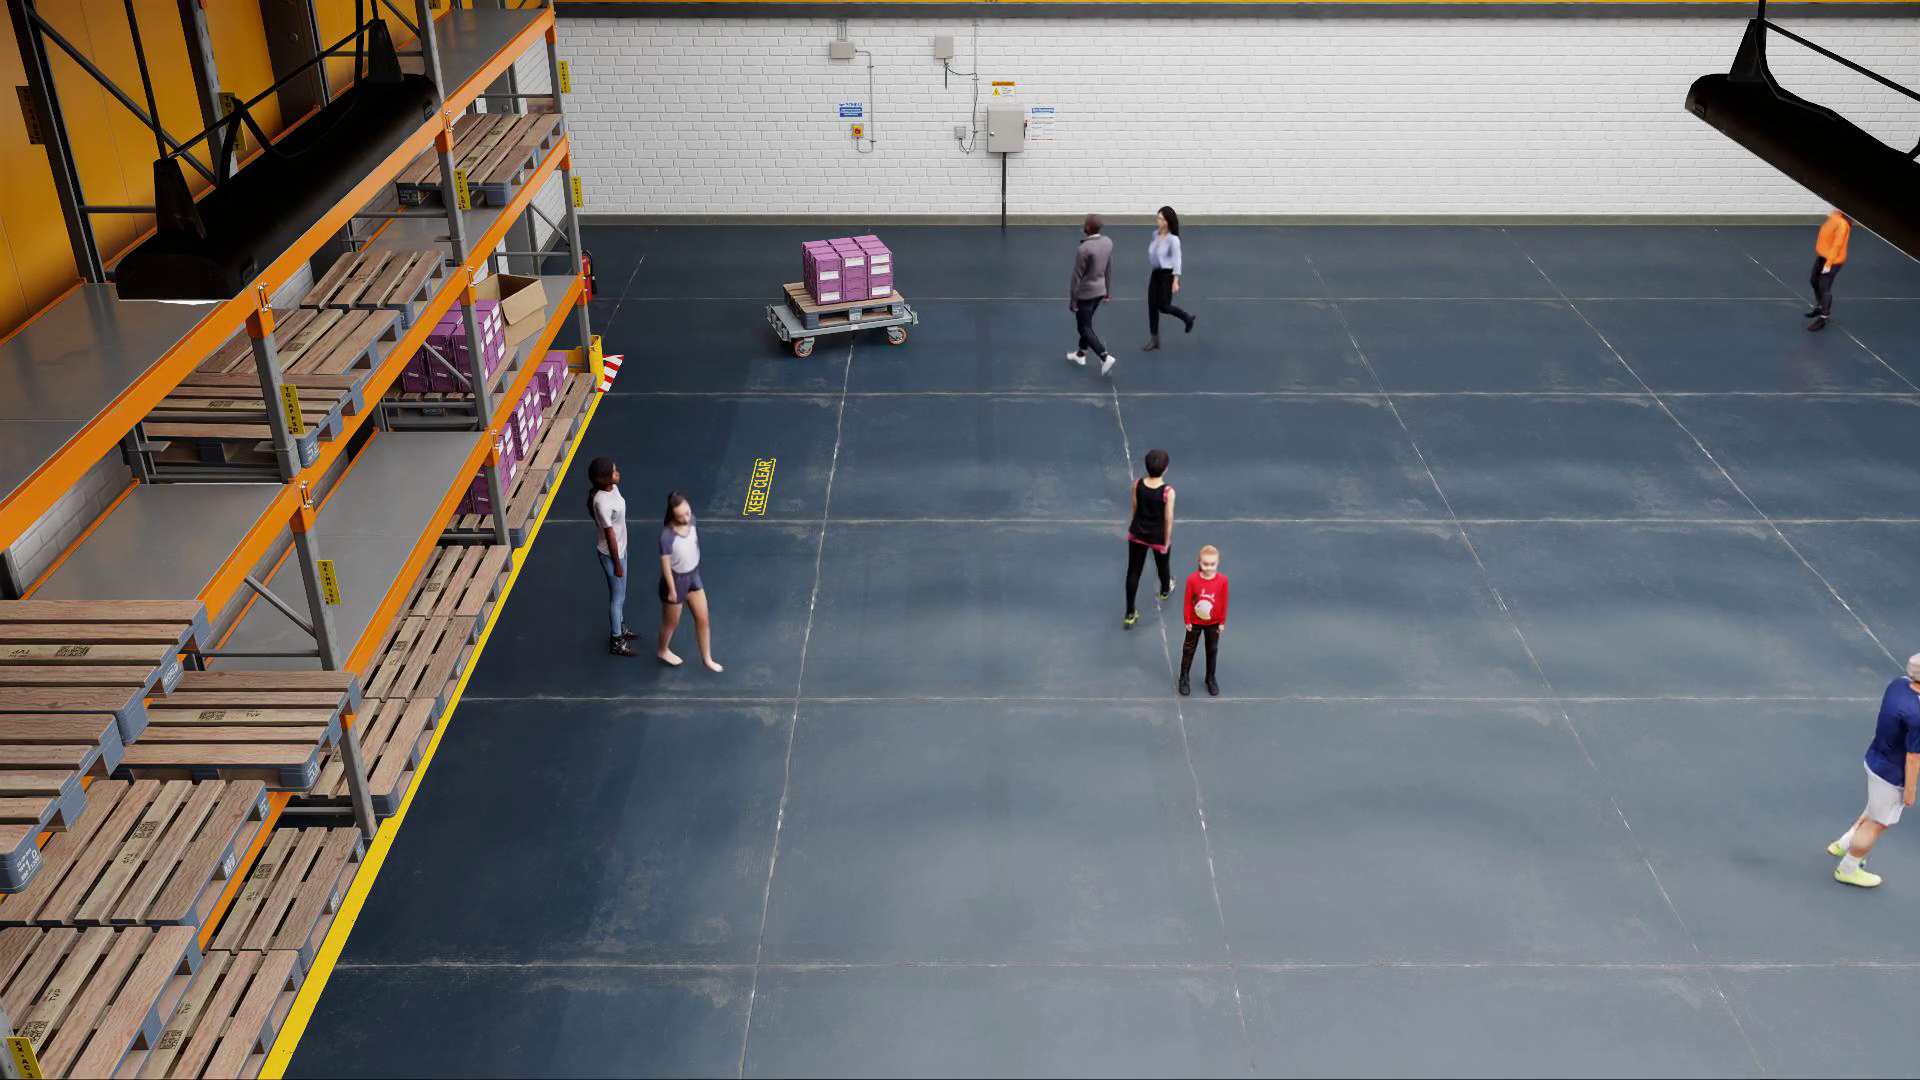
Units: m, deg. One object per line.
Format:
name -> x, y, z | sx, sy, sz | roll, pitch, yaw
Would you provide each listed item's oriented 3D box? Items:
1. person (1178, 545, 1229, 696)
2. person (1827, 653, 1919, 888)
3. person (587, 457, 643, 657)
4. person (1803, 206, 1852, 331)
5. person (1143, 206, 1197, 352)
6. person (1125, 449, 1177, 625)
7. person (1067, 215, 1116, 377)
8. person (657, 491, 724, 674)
person -> 1.905, 0.616, 12.970 | 0.476, 1.281, 0.470 | 0, 29, -1
person -> 5.967, 1.514, 10.840 | 0.765, 1.745, 0.617 | 5, 29, 9
person -> -2.794, 0.114, 13.433 | 0.659, 1.719, 0.489 | -3, 29, -5
person -> 10.358, -3.318, 19.725 | 0.844, 1.719, 0.617 | 11, 31, 19
person -> 2.415, -2.998, 19.134 | 1.001, 1.724, 0.989 | -14, 32, -25
person -> 1.547, -0.006, 13.870 | 0.861, 1.513, 1.087 | 14, 32, 24
person -> 1.505, -2.707, 18.526 | 1.108, 1.795, 1.198 | -22, 36, -35
person -> -2.271, 0.313, 13.172 | 0.930, 1.619, 0.911 | 15, 32, 26
